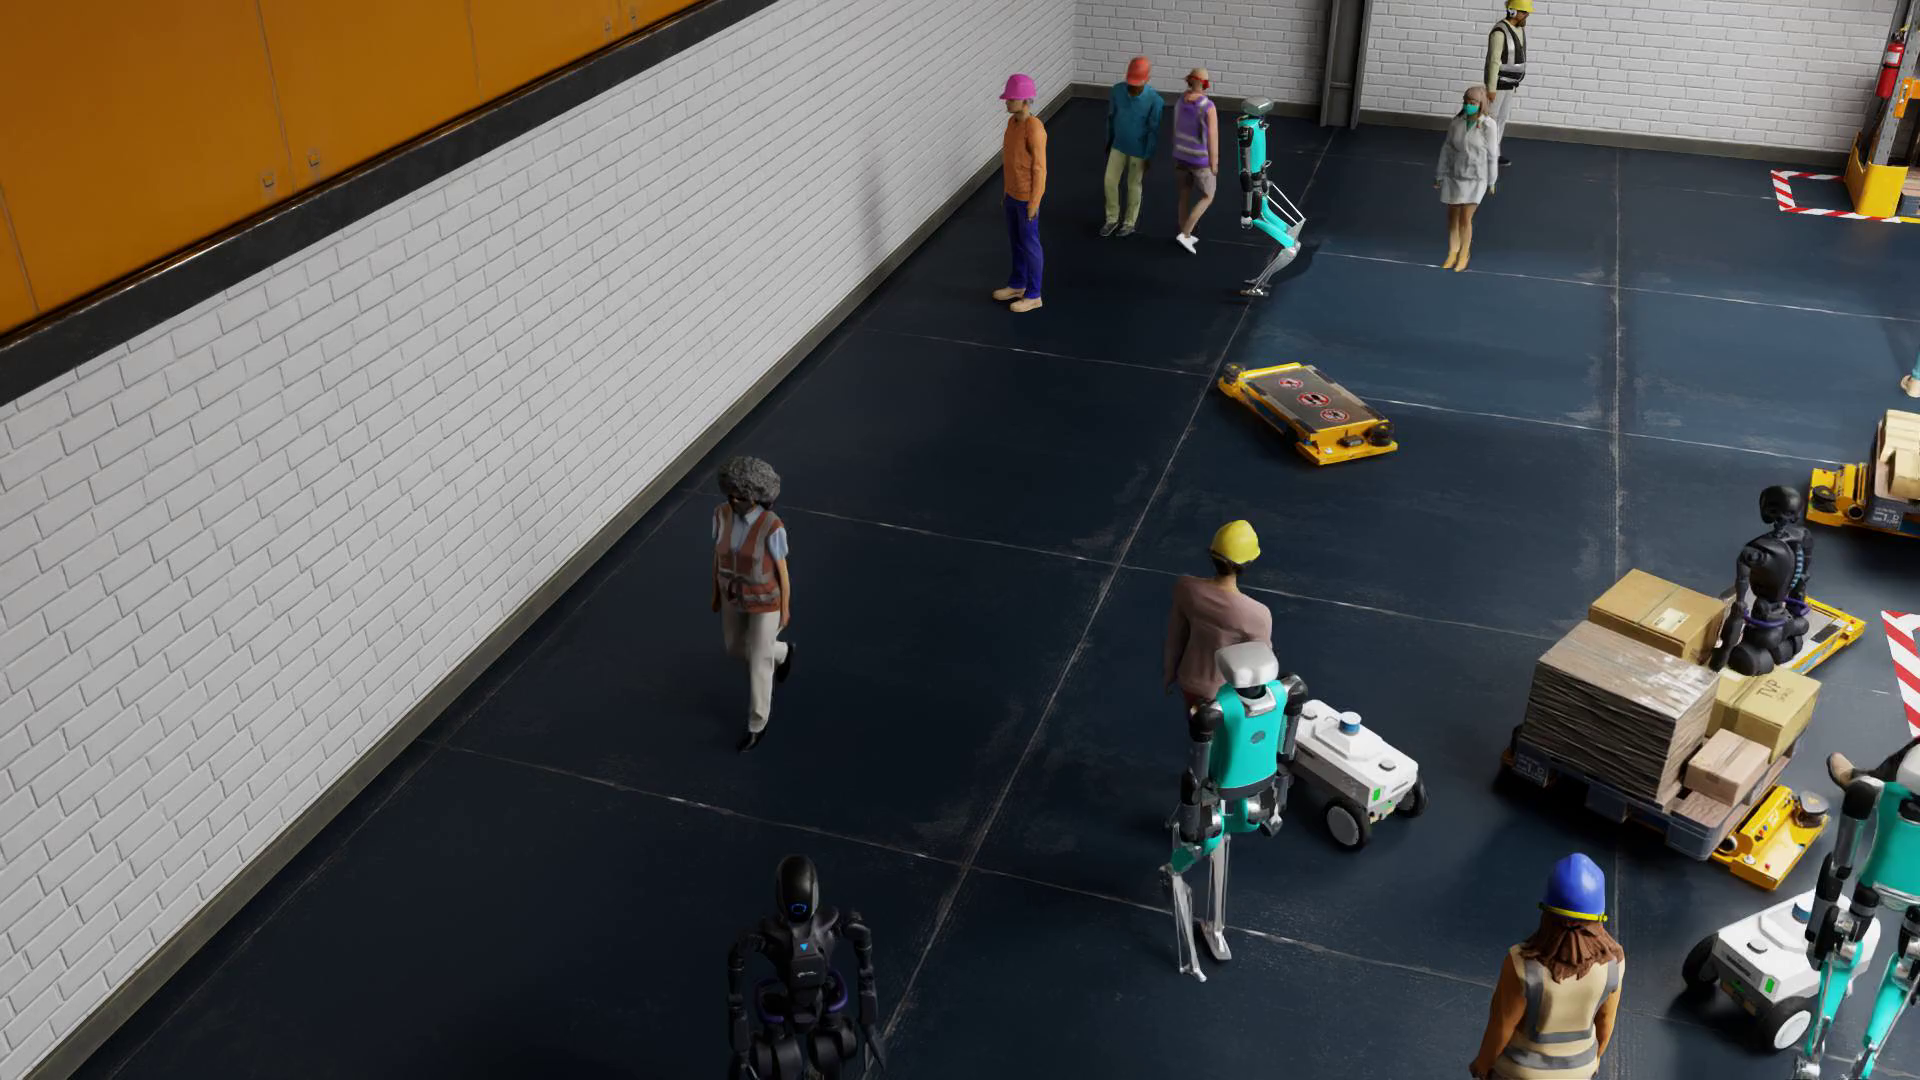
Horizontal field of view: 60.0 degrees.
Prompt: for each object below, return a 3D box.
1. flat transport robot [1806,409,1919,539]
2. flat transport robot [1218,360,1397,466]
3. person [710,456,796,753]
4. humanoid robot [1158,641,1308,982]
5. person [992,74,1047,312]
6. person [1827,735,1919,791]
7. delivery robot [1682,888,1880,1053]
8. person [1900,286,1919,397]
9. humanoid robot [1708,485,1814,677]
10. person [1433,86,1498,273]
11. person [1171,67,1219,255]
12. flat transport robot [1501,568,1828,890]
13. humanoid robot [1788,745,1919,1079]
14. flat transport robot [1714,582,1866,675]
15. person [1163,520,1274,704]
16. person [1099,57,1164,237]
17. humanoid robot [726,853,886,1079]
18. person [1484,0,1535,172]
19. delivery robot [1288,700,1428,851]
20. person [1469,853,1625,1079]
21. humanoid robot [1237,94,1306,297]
[{"bbox_3d":[6.383,-0.188,10.946,1.431,0.231,0.659,14,33,23],"label":"flat transport robot"},{"bbox_3d":[2.547,-0.973,12.280,0.659,0.231,1.431,-11,32,-19],"label":"flat transport robot"},{"bbox_3d":[-1.065,0.270,8.773,0.449,1.666,0.641,16,34,26],"label":"person"},{"bbox_3d":[1.101,1.117,7.276,0.548,1.791,0.672,-12,32,-19],"label":"humanoid robot"},{"bbox_3d":[0.504,-2.882,13.839,0.388,1.982,0.516,-14,33,-22],"label":"person"},{"bbox_3d":[4.904,0.679,7.980,0.500,1.773,1.011,-27,40,-37],"label":"person"},{"bbox_3d":[3.594,1.825,7.256,0.784,0.613,0.510,-14,33,-22],"label":"delivery robot"},{"bbox_3d":[7.447,-1.925,12.323,0.542,1.865,0.370,10,32,16],"label":"person"},{"bbox_3d":[4.061,0.474,8.443,0.609,1.641,0.535,-16,34,-25],"label":"humanoid robot"},{"bbox_3d":[4.426,-3.151,14.615,0.526,1.642,0.446,25,39,36],"label":"person"},{"bbox_3d":[2.102,-3.428,15.051,0.472,1.682,0.506,-26,39,-36],"label":"person"},{"bbox_3d":[3.590,1.241,8.514,1.431,0.231,0.659,26,39,37],"label":"flat transport robot"},{"bbox_3d":[3.459,1.695,6.356,0.550,1.840,0.736,19,35,29],"label":"humanoid robot"},{"bbox_3d":[4.590,0.590,9.621,1.431,0.231,0.659,-23,37,-34],"label":"flat transport robot"},{"bbox_3d":[1.303,0.657,8.059,0.538,1.737,0.776,24,38,35],"label":"person"},{"bbox_3d":[1.546,-3.604,15.332,0.604,1.709,0.522,19,35,29],"label":"person"},{"bbox_3d":[-0.603,1.786,6.224,0.603,1.644,0.691,-8,31,-14],"label":"humanoid robot"},{"bbox_3d":[5.597,-4.717,17.121,0.403,1.825,0.589,24,38,35],"label":"person"},{"bbox_3d":[1.938,1.131,8.408,0.499,0.583,0.758,-21,36,-31],"label":"delivery robot"},{"bbox_3d":[2.076,1.859,5.973,0.463,1.776,0.323,-2,30,-3],"label":"person"},{"bbox_3d":[2.626,-2.839,13.876,0.735,1.677,0.533,11,32,19],"label":"humanoid robot"}]
